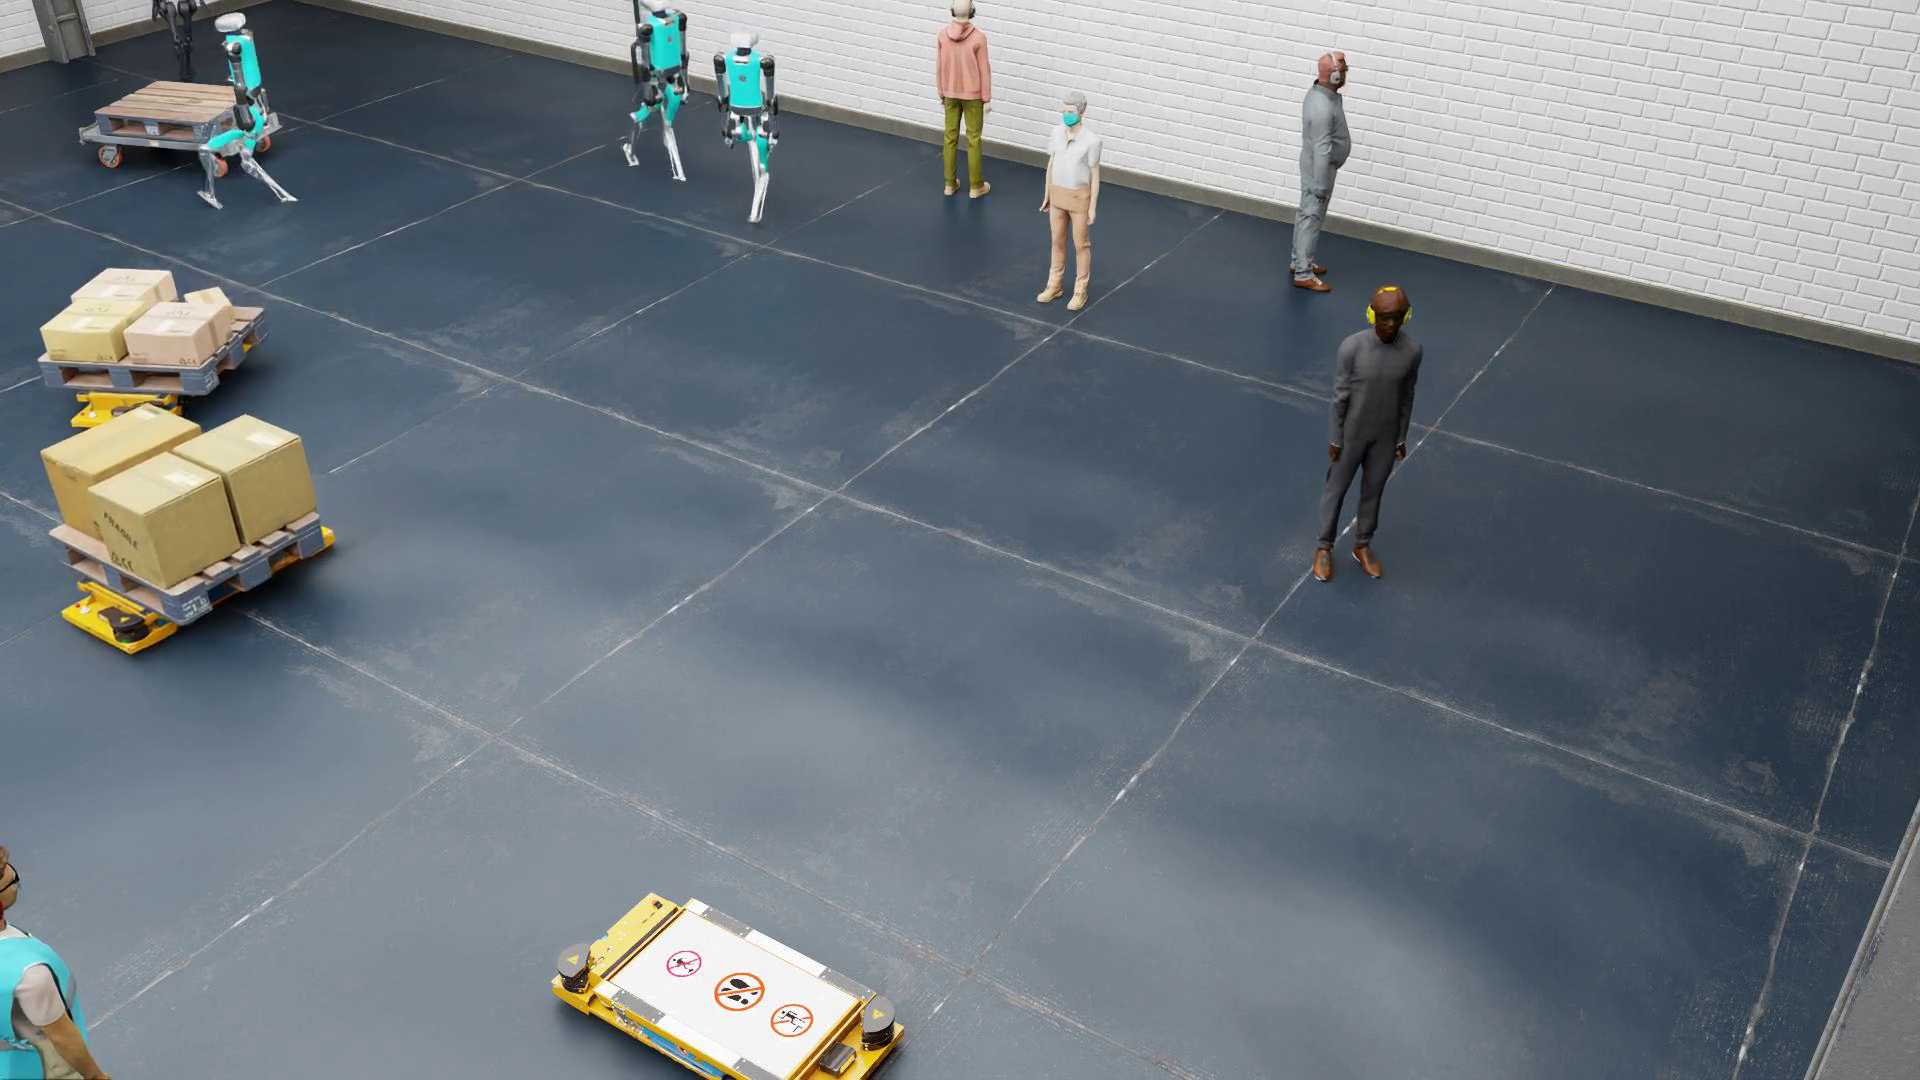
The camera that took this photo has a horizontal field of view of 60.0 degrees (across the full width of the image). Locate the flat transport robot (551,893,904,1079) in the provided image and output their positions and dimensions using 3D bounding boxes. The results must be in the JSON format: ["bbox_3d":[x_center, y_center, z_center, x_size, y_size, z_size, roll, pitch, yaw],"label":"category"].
[{"bbox_3d":[-1.012,1.990,7.159,1.431,0.231,0.659,19,37,27],"label":"flat transport robot"}]

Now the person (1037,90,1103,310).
[{"bbox_3d":[0.866,-2.663,13.031,0.476,1.748,0.321,20,38,28],"label":"person"}]

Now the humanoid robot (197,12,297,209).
[{"bbox_3d":[-6.573,-3.780,14.837,1.021,1.787,0.532,-3,33,-5],"label":"humanoid robot"}]

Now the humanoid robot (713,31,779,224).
[{"bbox_3d":[-1.802,-3.658,14.611,0.538,1.736,1.027,4,33,6],"label":"humanoid robot"}]

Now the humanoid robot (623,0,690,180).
[{"bbox_3d":[-2.933,-4.242,15.516,0.941,1.773,0.552,26,41,35],"label":"humanoid robot"}]

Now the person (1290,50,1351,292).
[{"bbox_3d":[2.902,-2.958,13.340,0.413,1.913,0.650,3,33,5],"label":"person"}]

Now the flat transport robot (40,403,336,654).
[{"bbox_3d":[-4.556,0.171,9.990,0.659,0.231,1.431,19,38,27],"label":"flat transport robot"}]

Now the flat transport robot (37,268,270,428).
[{"bbox_3d":[-5.801,-1.211,12.141,0.659,0.231,1.431,3,33,5],"label":"flat transport robot"}]

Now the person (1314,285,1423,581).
[{"bbox_3d":[2.393,-0.619,9.737,0.492,1.875,0.362,-2,33,-3],"label":"person"}]

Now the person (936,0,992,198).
[{"bbox_3d":[0.034,-4.006,15.040,0.521,1.837,0.375,12,34,17],"label":"person"}]

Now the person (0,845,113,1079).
[{"bbox_3d":[-3.290,1.834,5.944,0.567,1.845,0.386,16,36,23],"label":"person"}]

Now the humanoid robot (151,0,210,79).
[{"bbox_3d":[-8.528,-5.882,18.116,0.600,1.642,0.534,-26,41,-34],"label":"humanoid robot"}]
